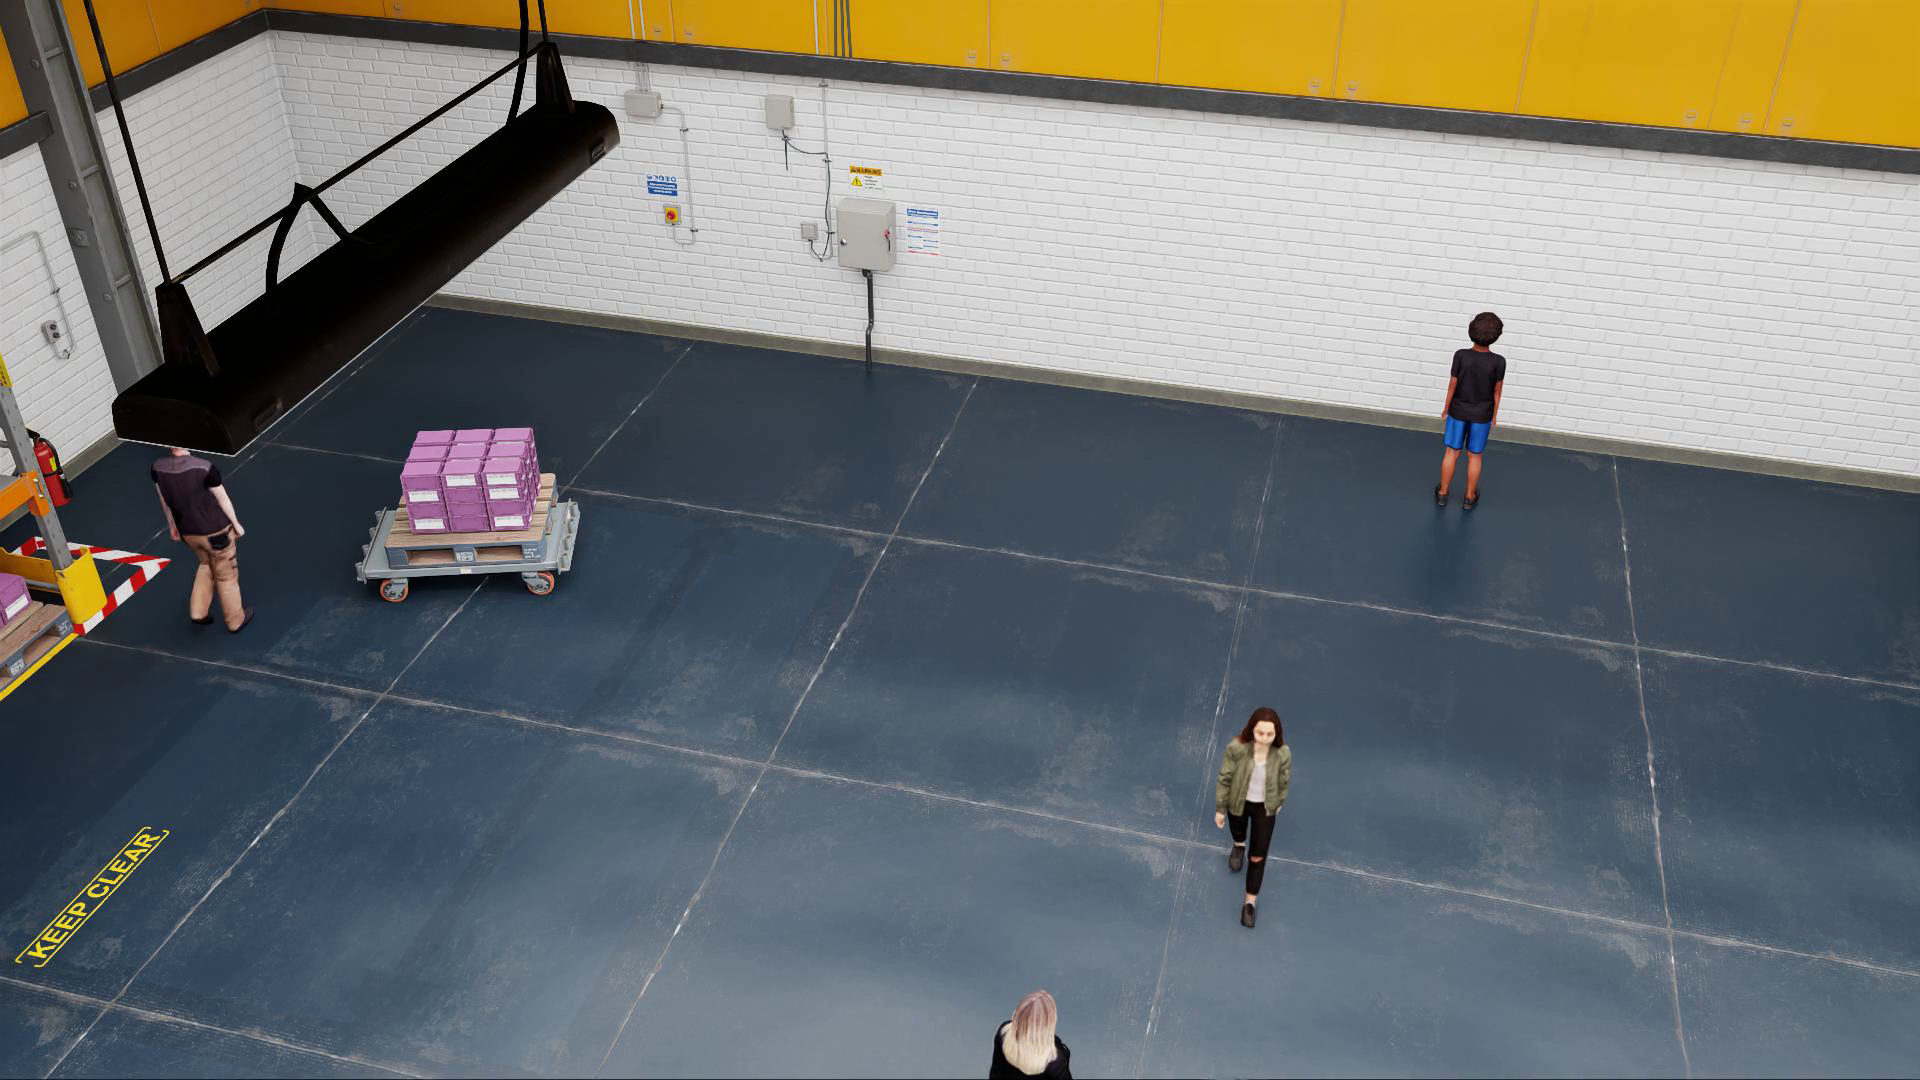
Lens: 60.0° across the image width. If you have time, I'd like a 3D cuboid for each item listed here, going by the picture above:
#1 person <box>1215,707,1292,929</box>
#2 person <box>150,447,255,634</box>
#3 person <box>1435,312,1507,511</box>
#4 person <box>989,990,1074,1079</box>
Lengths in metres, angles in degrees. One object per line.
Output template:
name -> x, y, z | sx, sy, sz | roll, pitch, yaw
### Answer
person -> 1.790, 1.587, 10.268 | 0.586, 1.439, 0.980 | 8, 34, 11
person -> -5.668, -0.042, 12.366 | 0.675, 1.828, 0.710 | 7, 34, 10
person -> 4.289, -1.083, 13.958 | 0.612, 1.800, 0.587 | 11, 35, 16
person -> 0.353, 2.829, 8.176 | 0.678, 1.686, 0.640 | 20, 39, 28
